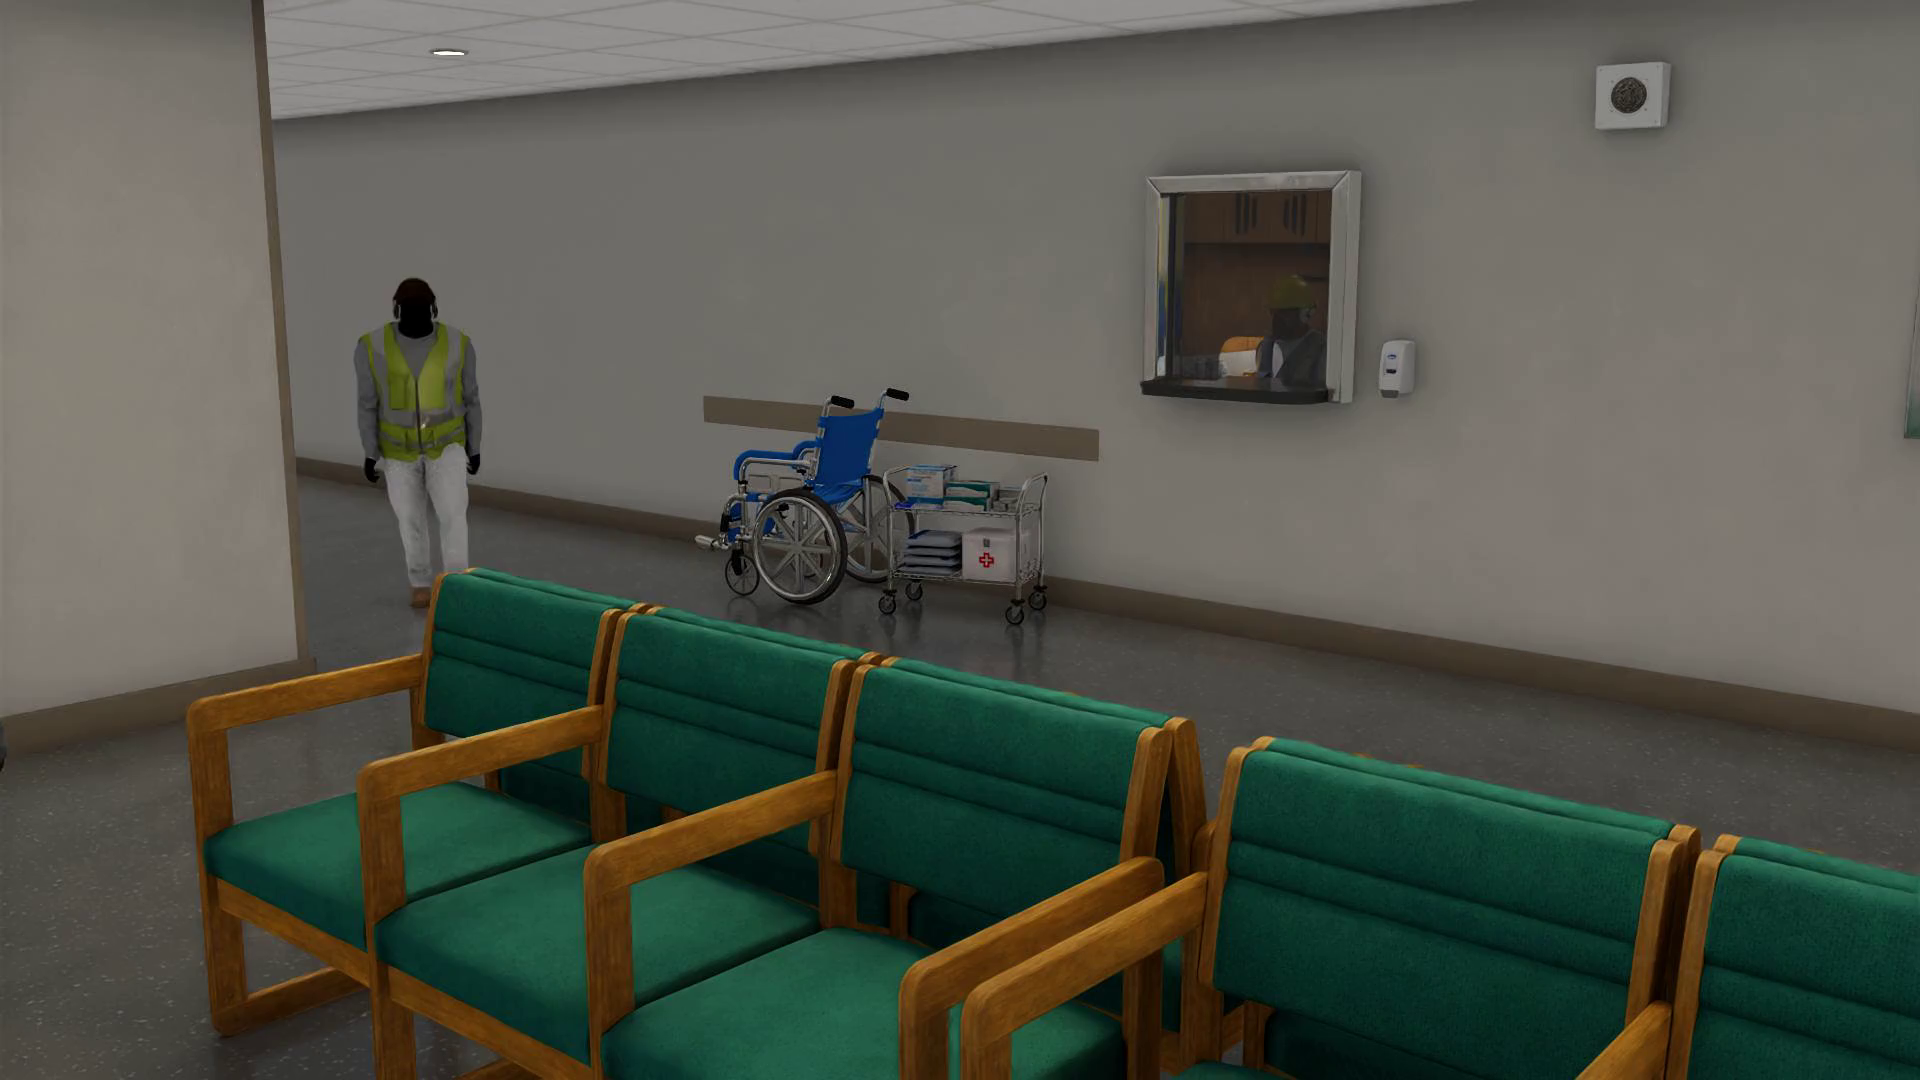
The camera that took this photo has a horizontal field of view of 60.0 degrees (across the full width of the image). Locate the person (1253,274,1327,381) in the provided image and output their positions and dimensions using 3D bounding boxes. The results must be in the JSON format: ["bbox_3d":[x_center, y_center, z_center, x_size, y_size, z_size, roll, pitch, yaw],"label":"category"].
[{"bbox_3d":[1.772,-0.503,8.911,0.405,1.823,0.591,-7,12,-33],"label":"person"}]

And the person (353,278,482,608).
[{"bbox_3d":[-2.880,-0.486,8.889,0.632,1.803,0.729,-3,10,-14],"label":"person"}]

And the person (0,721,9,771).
[{"bbox_3d":[-2.510,0.392,3.775,0.595,1.840,0.680,0,10,1],"label":"person"}]
